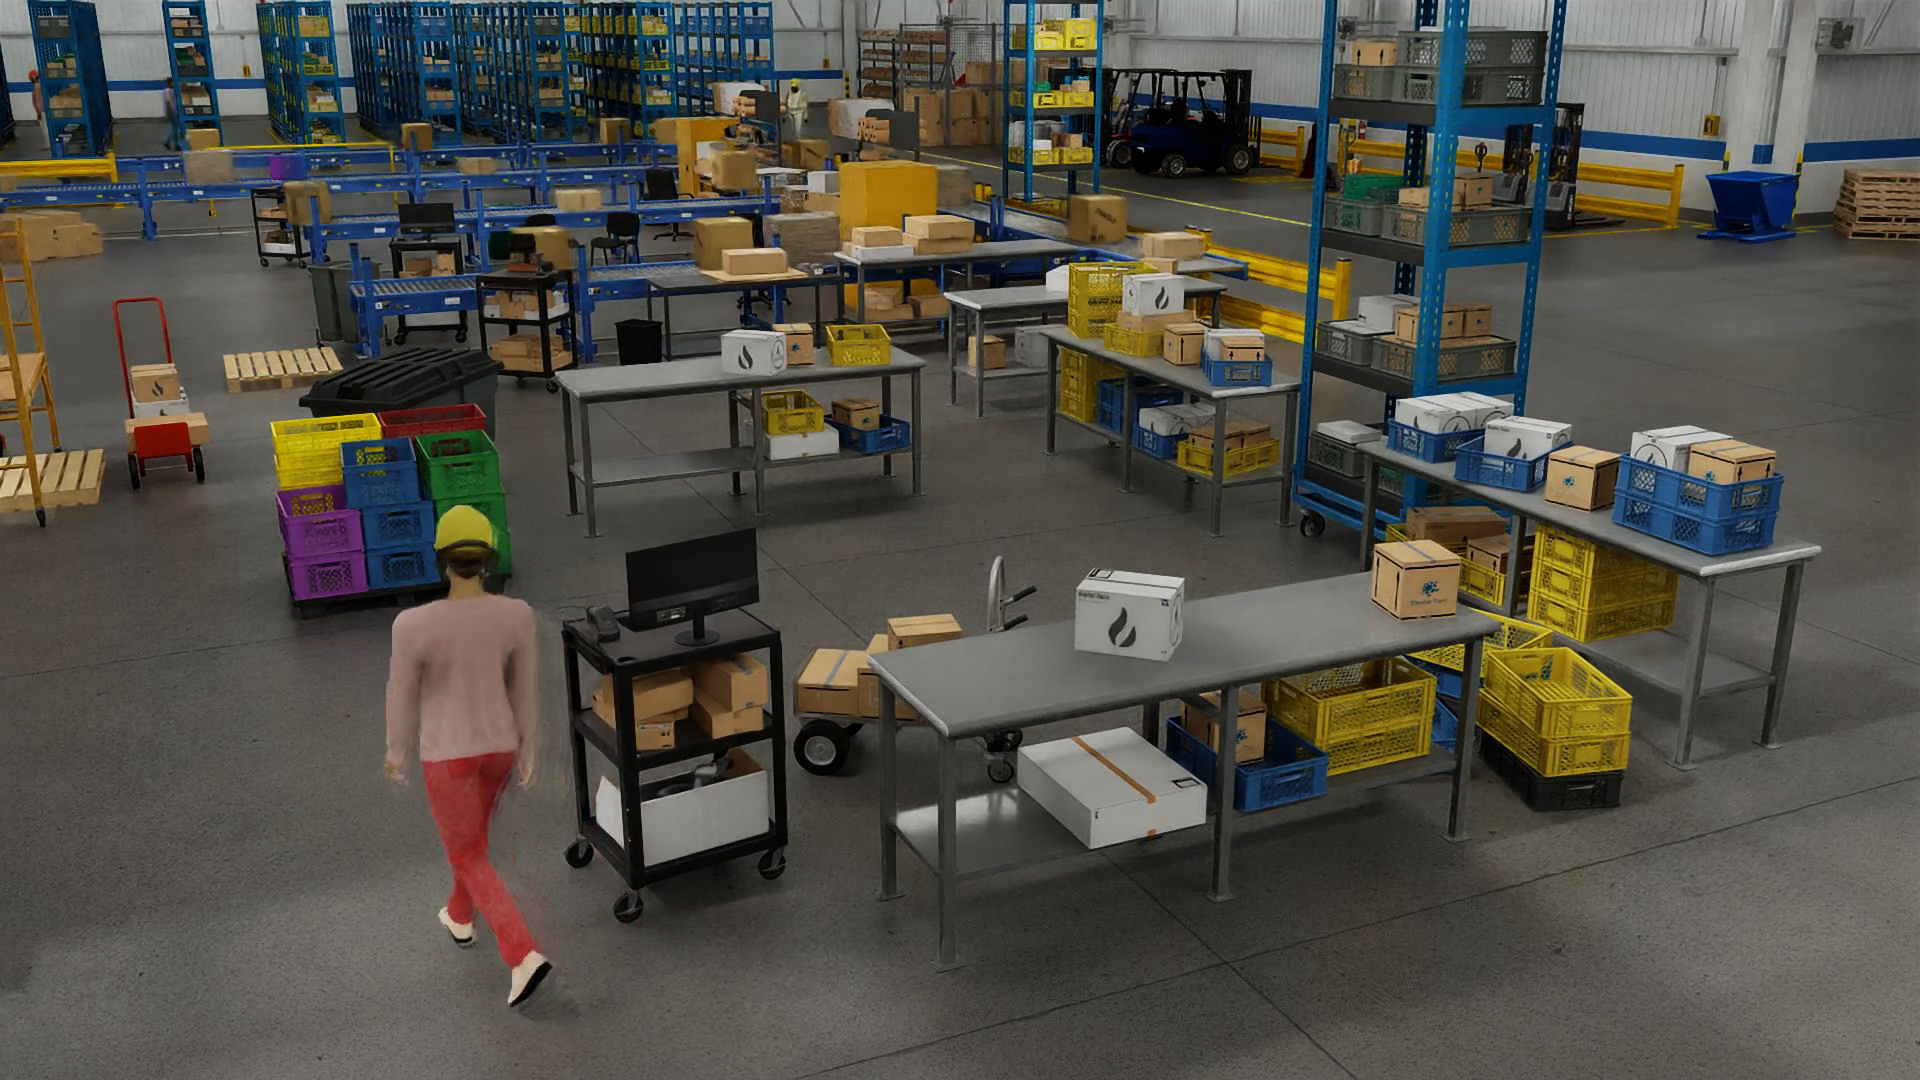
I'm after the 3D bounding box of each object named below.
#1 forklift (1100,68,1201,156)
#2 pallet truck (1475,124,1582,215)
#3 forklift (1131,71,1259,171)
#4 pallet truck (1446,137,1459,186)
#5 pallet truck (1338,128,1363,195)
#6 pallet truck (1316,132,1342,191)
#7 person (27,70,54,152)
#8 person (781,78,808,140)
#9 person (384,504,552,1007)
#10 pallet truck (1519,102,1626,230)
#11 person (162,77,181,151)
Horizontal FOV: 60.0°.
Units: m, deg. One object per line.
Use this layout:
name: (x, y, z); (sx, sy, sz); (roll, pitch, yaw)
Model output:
forklift: (4.082, -9.564, 37.410); (2.680, 1.987, 1.157); (-8, 19, -23)
pallet truck: (9.707, -6.455, 28.103); (1.885, 1.965, 0.823); (-7, 19, -20)
forklift: (4.998, -8.936, 35.413); (2.680, 1.987, 1.157); (-9, 20, -25)
pallet truck: (9.184, -6.485, 29.328); (1.630, 1.274, 0.653); (-8, 19, -23)
pallet truck: (7.845, -7.140, 31.411); (1.522, 1.261, 0.704); (-9, 20, -25)
pallet truck: (7.723, -7.504, 32.656); (1.601, 1.201, 0.680); (-8, 19, -23)
person: (-22.963, -10.716, 41.528); (0.396, 1.992, 0.622); (-6, 19, -18)
person: (-4.106, -10.426, 40.924); (0.612, 1.795, 0.829); (9, 20, 26)
person: (-1.682, 0.743, 5.870); (0.532, 1.719, 0.859); (-16, 24, -42)
pallet truck: (9.972, -6.037, 26.785); (1.885, 1.965, 0.823); (-9, 20, -25)
person: (-19.733, -10.654, 41.612); (0.445, 1.827, 0.564); (-6, 19, -19)
